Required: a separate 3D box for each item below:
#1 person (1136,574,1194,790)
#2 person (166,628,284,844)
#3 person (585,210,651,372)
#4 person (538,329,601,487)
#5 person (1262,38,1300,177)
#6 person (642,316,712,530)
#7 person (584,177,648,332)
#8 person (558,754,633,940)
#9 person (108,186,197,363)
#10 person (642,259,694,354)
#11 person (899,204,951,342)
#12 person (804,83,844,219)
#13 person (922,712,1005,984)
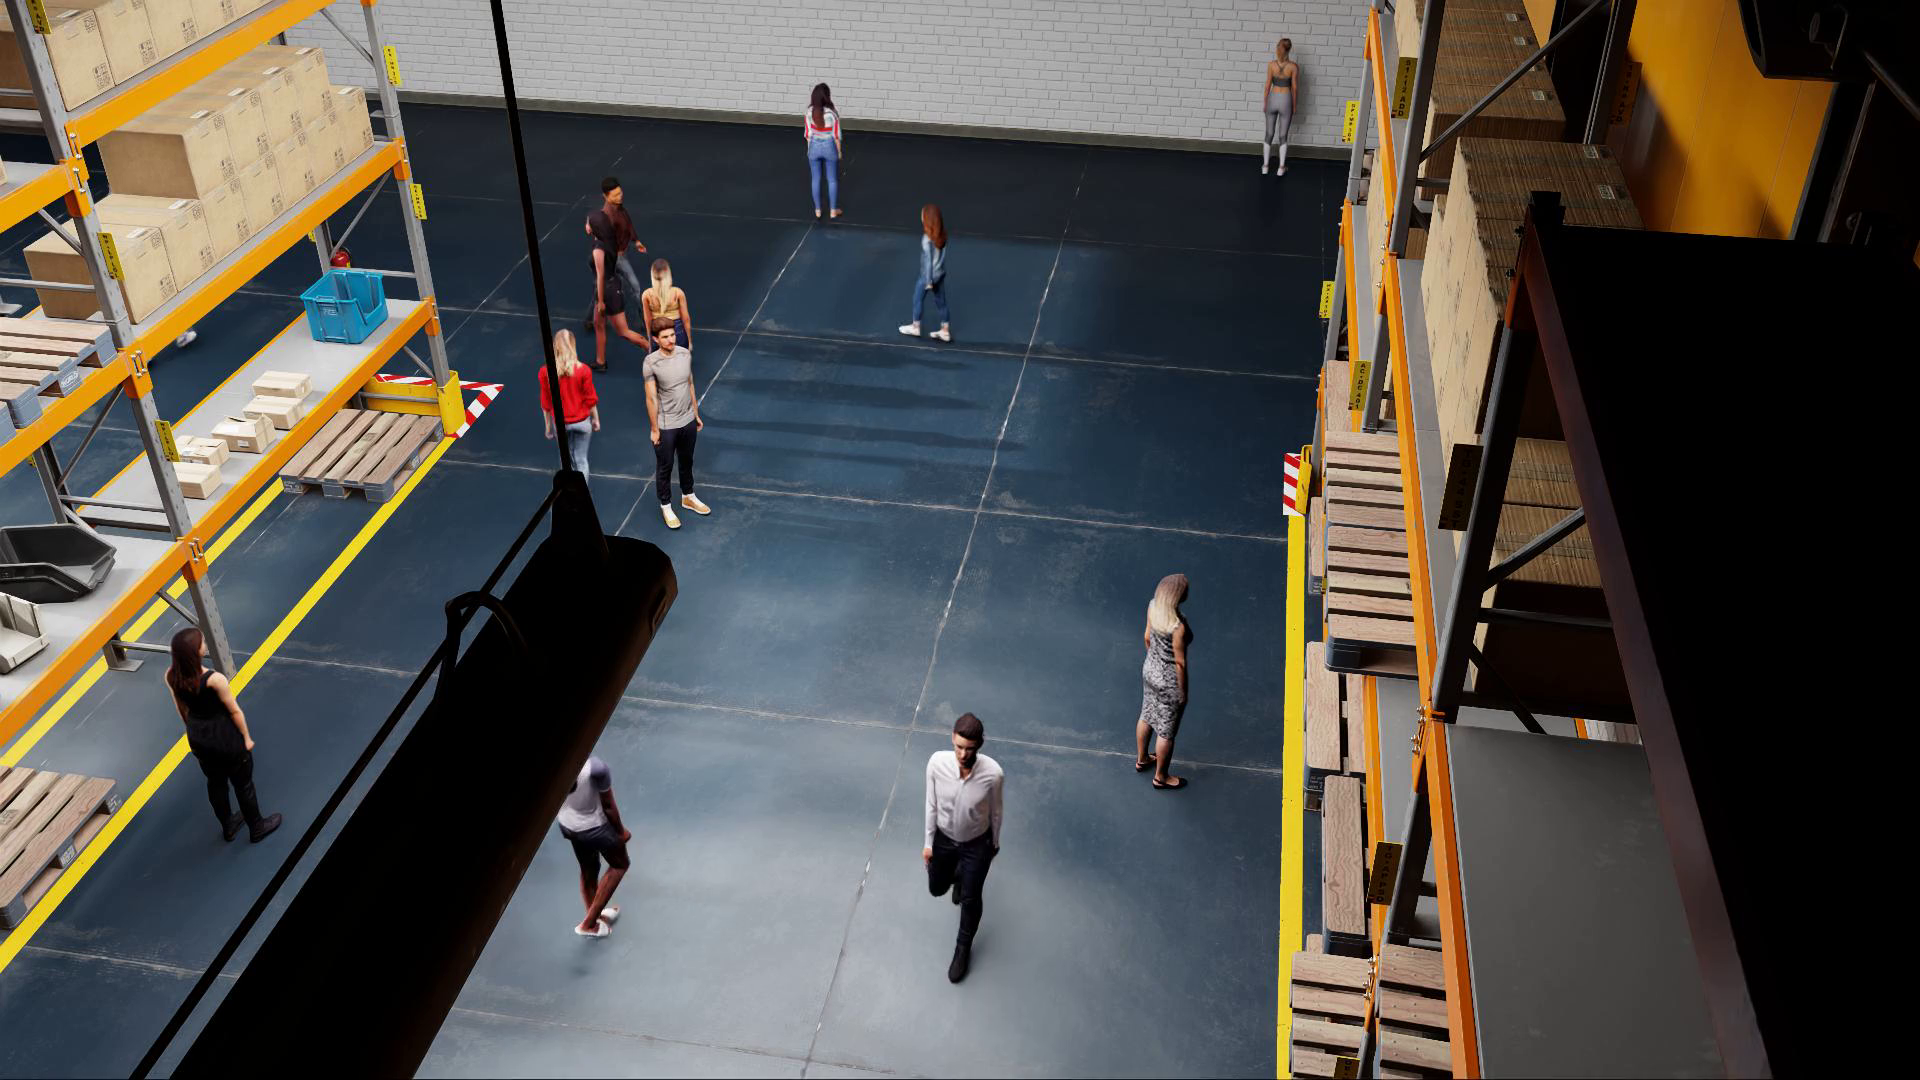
[{"bbox_3d":[1.370,0.941,11.223,0.699,1.704,0.610,-16,37,-22],"label":"person"},{"bbox_3d":[-4.801,1.271,10.741,0.574,1.688,0.539,6,34,9],"label":"person"},{"bbox_3d":[-3.318,-2.366,16.197,0.824,1.707,1.131,-2,34,-2],"label":"person"},{"bbox_3d":[-3.297,-0.951,14.087,0.704,1.685,0.679,-4,34,-6],"label":"person"},{"bbox_3d":[3.990,-5.419,20.792,0.601,1.704,0.550,11,35,16],"label":"person"},{"bbox_3d":[-2.418,-1.020,14.000,0.705,1.897,0.795,-27,42,-35],"label":"person"},{"bbox_3d":[-3.591,-2.867,16.936,0.952,1.723,1.137,-4,34,-7],"label":"person"},{"bbox_3d":[-2.271,1.774,9.965,0.741,1.709,0.785,22,39,29],"label":"person"},{"bbox_3d":[-8.150,-2.637,16.458,0.694,1.869,1.047,3,34,5],"label":"person"},{"bbox_3d":[-2.712,-1.863,15.510,0.626,1.629,0.611,-4,34,-6],"label":"person"},{"bbox_3d":[-0.212,-2.695,16.916,0.771,1.459,0.801,17,37,24],"label":"person"},{"bbox_3d":[-1.618,-4.609,19.657,0.595,1.612,0.488,4,34,5],"label":"person"},{"bbox_3d":[0.029,1.718,9.920,0.676,1.853,0.995,8,34,12],"label":"person"}]
